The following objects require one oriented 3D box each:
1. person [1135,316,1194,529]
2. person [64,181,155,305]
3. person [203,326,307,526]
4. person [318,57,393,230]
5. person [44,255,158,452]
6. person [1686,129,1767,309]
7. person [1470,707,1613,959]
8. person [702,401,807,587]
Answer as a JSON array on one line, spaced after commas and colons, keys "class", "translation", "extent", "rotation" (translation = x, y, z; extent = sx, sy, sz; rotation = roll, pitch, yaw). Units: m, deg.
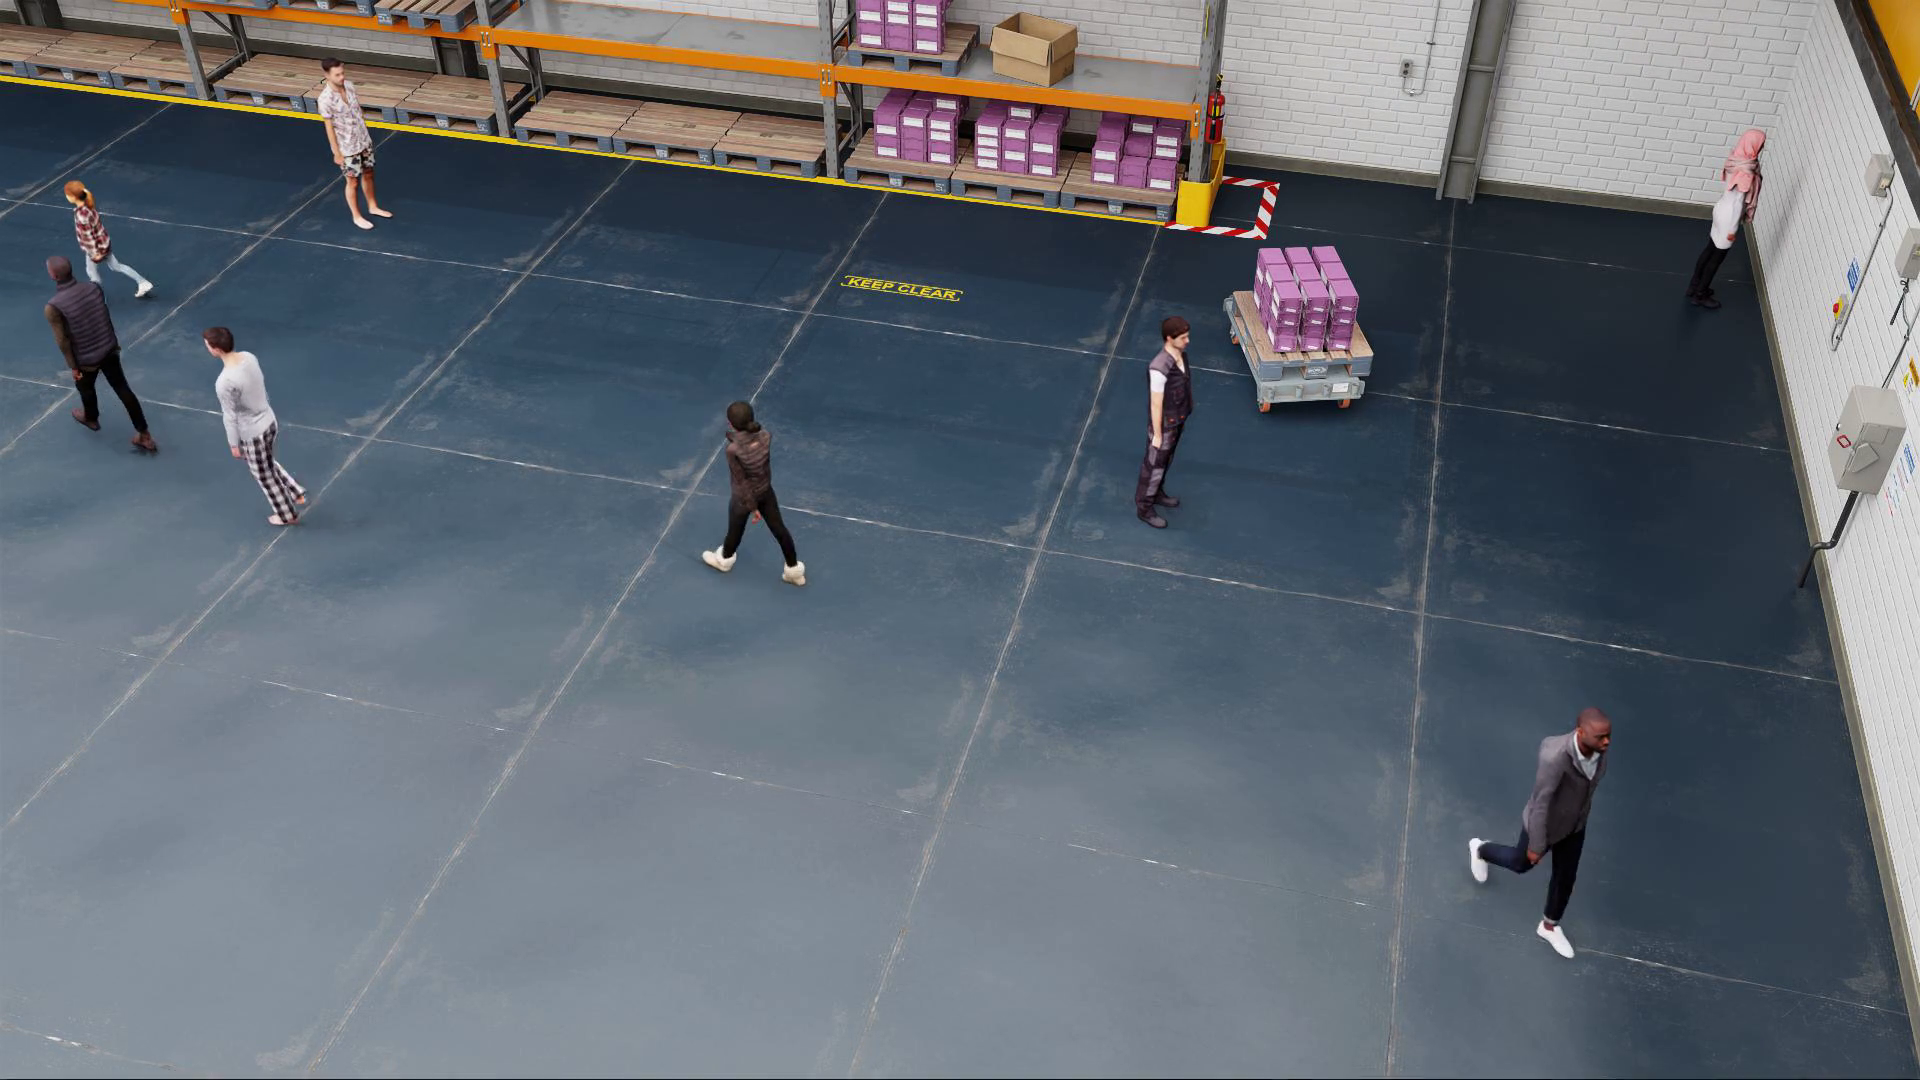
[{"class": "person", "translation": [1.618, -0.966, 13.160], "extent": [0.639, 1.848, 0.705], "rotation": [17, 42, 20]}, {"class": "person", "translation": [-8.211, -2.846, 15.962], "extent": [0.979, 1.288, 0.762], "rotation": [-4, 39, -5]}, {"class": "person", "translation": [-5.446, -0.869, 13.049], "extent": [0.699, 1.835, 0.667], "rotation": [6, 39, 7]}, {"class": "person", "translation": [-6.298, -4.113, 17.130], "extent": [0.623, 1.811, 0.702], "rotation": [15, 41, 18]}, {"class": "person", "translation": [-7.172, -1.515, 13.901], "extent": [1.255, 1.781, 0.927], "rotation": [20, 43, 23]}, {"class": "person", "translation": [7.296, -3.060, 15.818], "extent": [0.641, 1.803, 0.665], "rotation": [2, 39, 3]}, {"class": "person", "translation": [3.486, 1.634, 9.950], "extent": [1.183, 1.791, 1.163], "rotation": [-14, 41, -16]}, {"class": "person", "translation": [-1.646, -0.404, 12.614], "extent": [0.936, 1.650, 1.171], "rotation": [12, 40, 14]}]
